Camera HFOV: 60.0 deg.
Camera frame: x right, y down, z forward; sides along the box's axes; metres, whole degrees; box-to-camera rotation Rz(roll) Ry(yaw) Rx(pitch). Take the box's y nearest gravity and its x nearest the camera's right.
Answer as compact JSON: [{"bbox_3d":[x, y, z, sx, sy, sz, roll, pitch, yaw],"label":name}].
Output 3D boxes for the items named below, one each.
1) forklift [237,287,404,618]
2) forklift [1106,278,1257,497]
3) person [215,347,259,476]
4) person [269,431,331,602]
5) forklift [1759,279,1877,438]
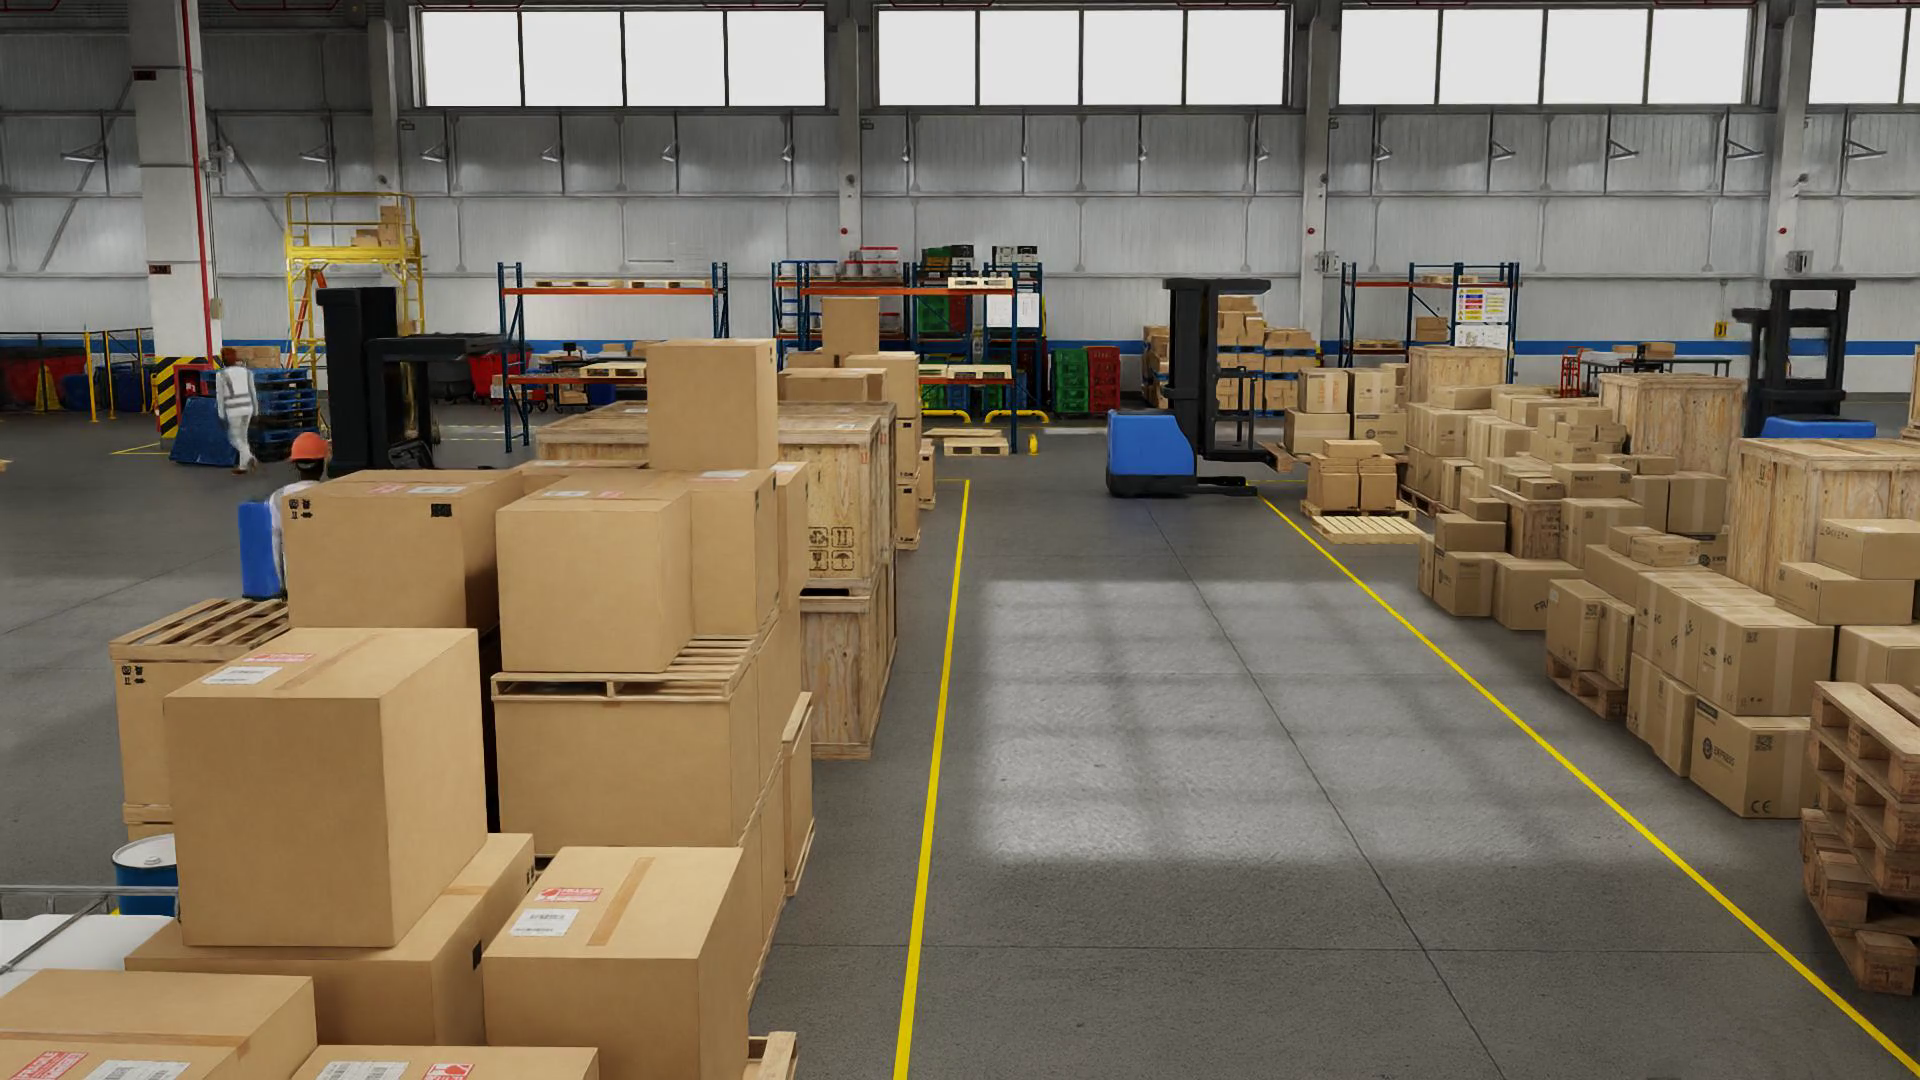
[{"bbox_3d":[-4.964,-0.712,13.900,1.873,2.768,1.129,0,9,1],"label":"forklift"},{"bbox_3d":[2.884,-2.007,21.659,1.873,2.768,1.129,0,9,1],"label":"forklift"},{"bbox_3d":[-10.144,-1.799,23.474,0.645,1.859,0.628,6,11,31],"label":"person"},{"bbox_3d":[-4.252,0.243,11.036,0.577,1.922,0.456,0,9,-1],"label":"person"},{"bbox_3d":[10.723,-1.918,21.122,1.129,2.768,1.873,0,9,1],"label":"forklift"}]
